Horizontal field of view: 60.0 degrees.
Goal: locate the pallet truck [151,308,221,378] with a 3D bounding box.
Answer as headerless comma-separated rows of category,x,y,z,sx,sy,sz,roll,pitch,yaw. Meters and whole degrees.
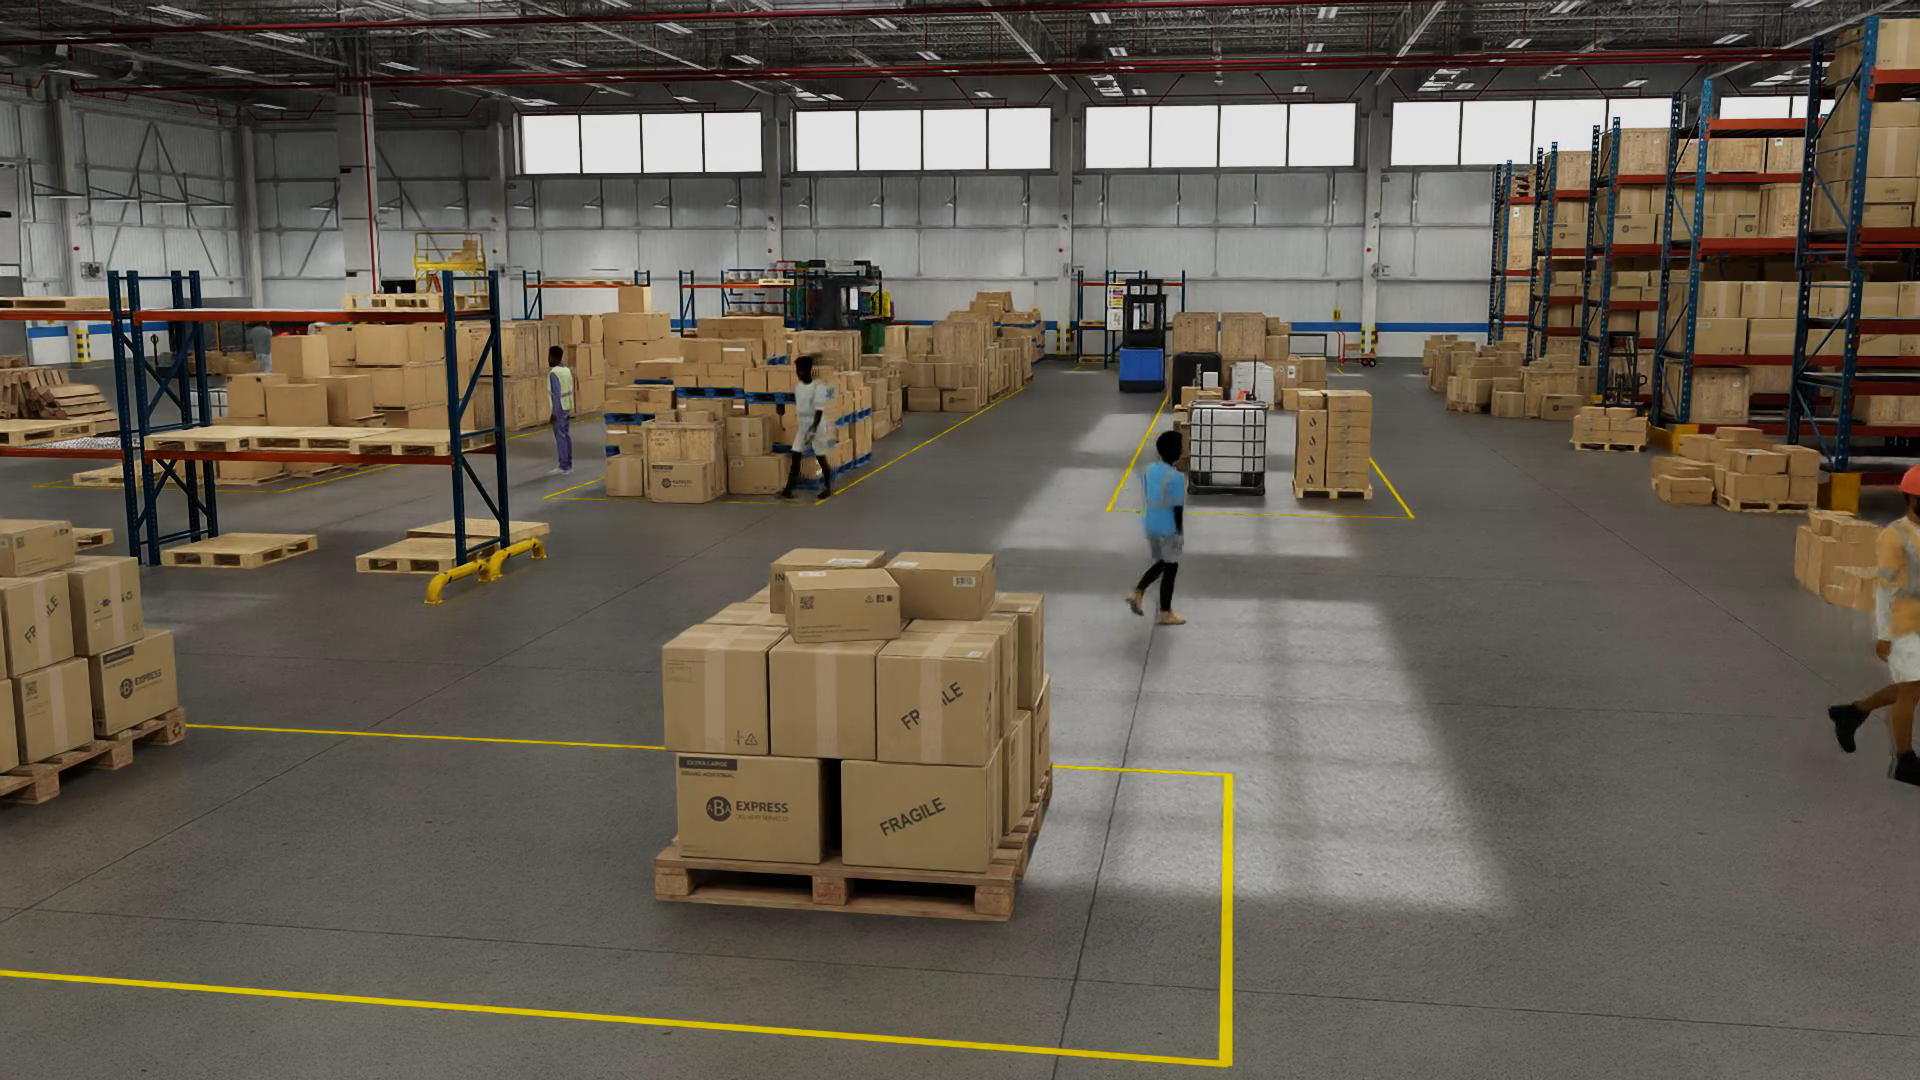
pallet truck,-21.869,-5.598,47.154,0.823,1.965,1.885,4,10,26

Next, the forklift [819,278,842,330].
forklift,-3.270,-5.243,42.251,1.873,2.768,1.129,1,9,9

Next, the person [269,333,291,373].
person,-12.387,-2.878,30.716,0.574,1.881,0.992,1,9,7

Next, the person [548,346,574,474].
person,-5.963,-1.935,24.806,0.376,1.917,0.600,1,9,4

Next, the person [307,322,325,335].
person,-18.358,-5.560,47.438,0.977,1.830,0.600,6,11,32

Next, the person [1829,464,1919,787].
person,5.587,0.481,9.920,0.549,1.919,0.717,-5,11,-30

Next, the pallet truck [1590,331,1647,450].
pallet truck,11.253,-2.573,28.499,0.823,1.965,1.885,5,10,27

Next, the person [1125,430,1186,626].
person,1.712,-0.095,14.152,0.426,1.684,0.546,-4,10,-25

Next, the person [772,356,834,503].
person,-2.021,-1.433,21.717,0.611,1.910,0.974,8,12,40

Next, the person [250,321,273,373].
person,-17.276,-4.602,41.250,0.631,1.928,0.468,2,9,13

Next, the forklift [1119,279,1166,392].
forklift,4.606,-5.169,41.796,1.129,2.768,1.873,1,9,9

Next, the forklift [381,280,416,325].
forklift,-11.959,-4.169,35.627,1.873,2.768,1.129,1,9,9
